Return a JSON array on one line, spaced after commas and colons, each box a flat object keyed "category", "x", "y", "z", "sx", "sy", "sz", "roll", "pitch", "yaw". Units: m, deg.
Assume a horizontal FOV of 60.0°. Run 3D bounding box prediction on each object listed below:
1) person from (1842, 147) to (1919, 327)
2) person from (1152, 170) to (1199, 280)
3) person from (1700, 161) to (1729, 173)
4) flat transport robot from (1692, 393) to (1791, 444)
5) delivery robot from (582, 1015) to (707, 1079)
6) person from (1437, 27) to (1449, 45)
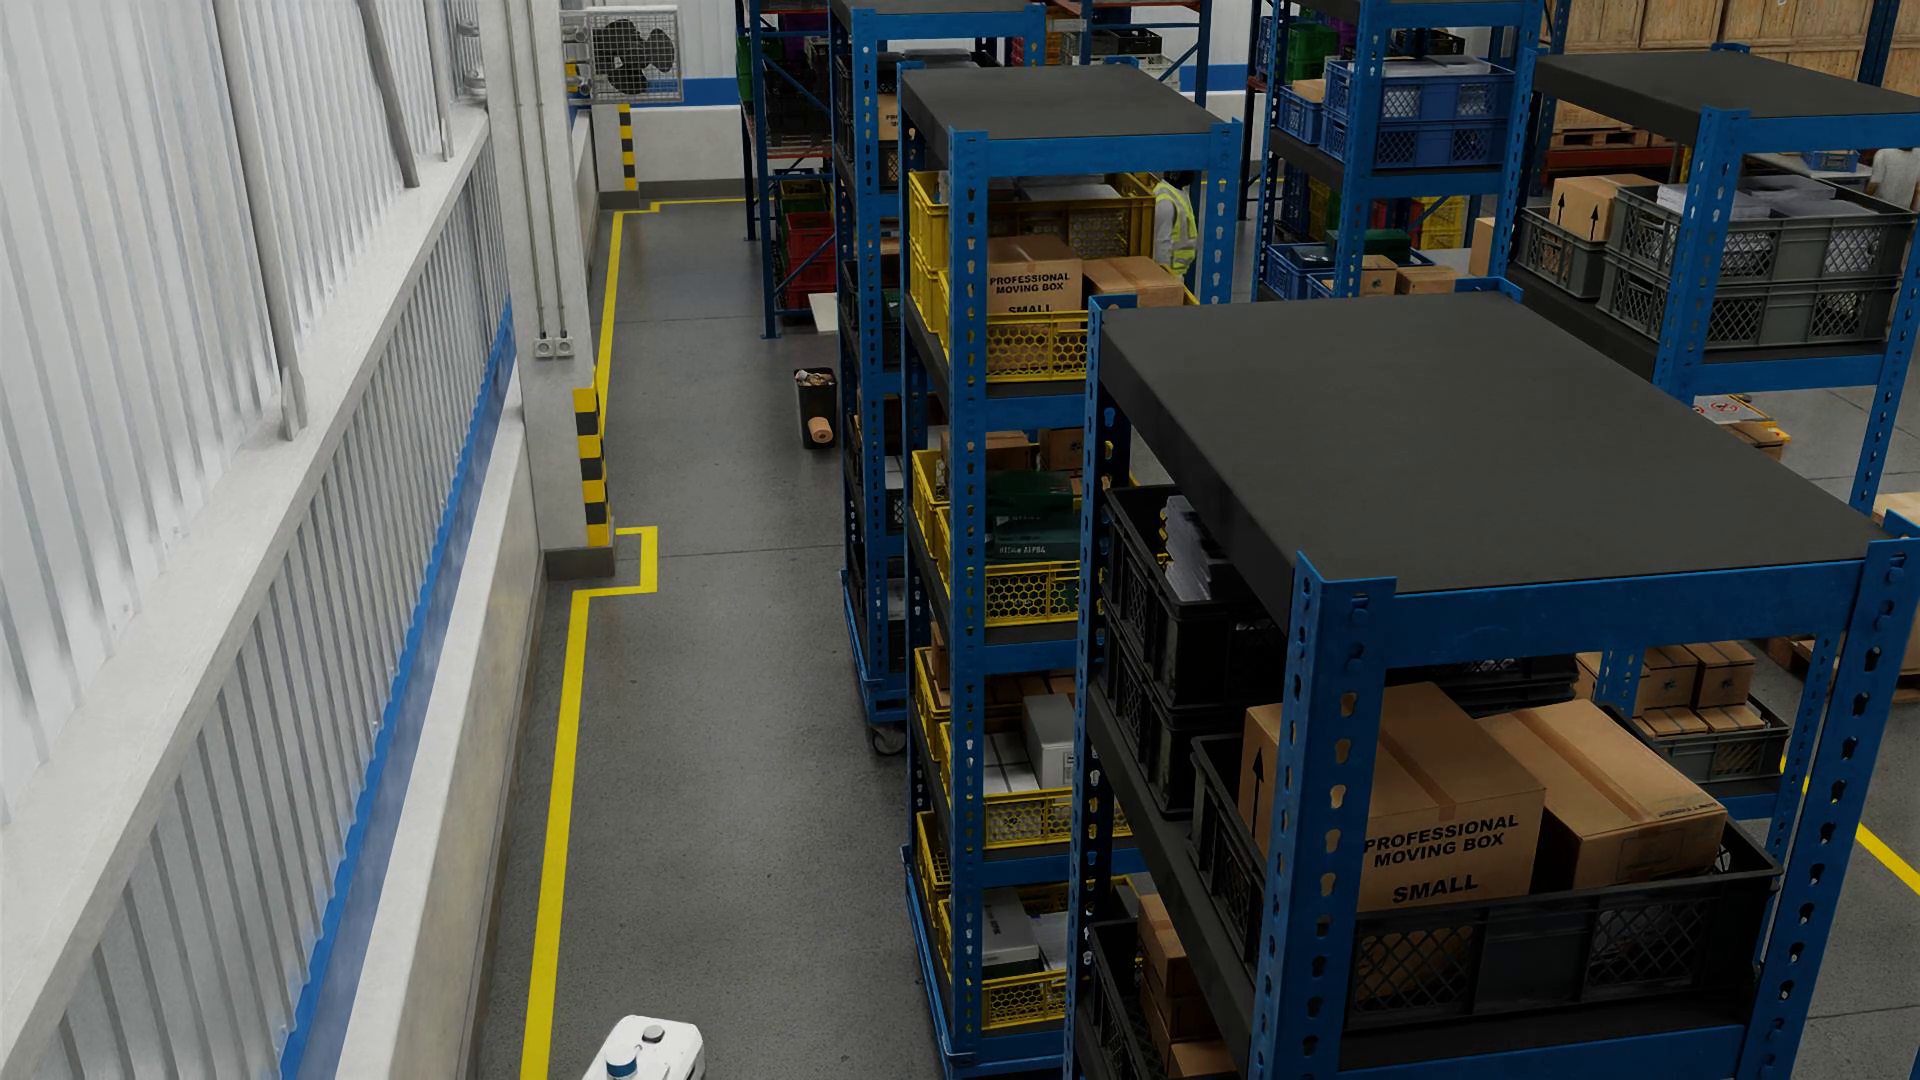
[{"category": "person", "x": 8.010, "y": -2.754, "z": 14.359, "sx": 0.532, "sy": 1.865, "sz": 0.310, "roll": -5, "pitch": 25, "yaw": -10}, {"category": "person", "x": 1.649, "y": -2.154, "z": 13.097, "sx": 0.430, "sy": 1.836, "sz": 0.629, "roll": 6, "pitch": 25, "yaw": 13}, {"category": "person", "x": 6.837, "y": -3.104, "z": 15.110, "sx": 0.344, "sy": 1.878, "sz": 0.582, "roll": 22, "pitch": 32, "yaw": 39}, {"category": "flat transport robot", "x": 5.224, "y": -0.859, "z": 12.132, "sx": 1.431, "sy": 0.197, "sz": 0.652, "roll": -4, "pitch": 25, "yaw": -8}, {"category": "delivery robot", "x": -1.128, "y": 1.928, "z": 5.630, "sx": 0.477, "sy": 0.478, "sz": 0.707, "roll": 5, "pitch": 25, "yaw": 11}, {"category": "person", "x": 5.273, "y": -4.751, "z": 18.620, "sx": 0.628, "sy": 1.935, "sz": 0.373, "roll": 8, "pitch": 26, "yaw": 16}]
